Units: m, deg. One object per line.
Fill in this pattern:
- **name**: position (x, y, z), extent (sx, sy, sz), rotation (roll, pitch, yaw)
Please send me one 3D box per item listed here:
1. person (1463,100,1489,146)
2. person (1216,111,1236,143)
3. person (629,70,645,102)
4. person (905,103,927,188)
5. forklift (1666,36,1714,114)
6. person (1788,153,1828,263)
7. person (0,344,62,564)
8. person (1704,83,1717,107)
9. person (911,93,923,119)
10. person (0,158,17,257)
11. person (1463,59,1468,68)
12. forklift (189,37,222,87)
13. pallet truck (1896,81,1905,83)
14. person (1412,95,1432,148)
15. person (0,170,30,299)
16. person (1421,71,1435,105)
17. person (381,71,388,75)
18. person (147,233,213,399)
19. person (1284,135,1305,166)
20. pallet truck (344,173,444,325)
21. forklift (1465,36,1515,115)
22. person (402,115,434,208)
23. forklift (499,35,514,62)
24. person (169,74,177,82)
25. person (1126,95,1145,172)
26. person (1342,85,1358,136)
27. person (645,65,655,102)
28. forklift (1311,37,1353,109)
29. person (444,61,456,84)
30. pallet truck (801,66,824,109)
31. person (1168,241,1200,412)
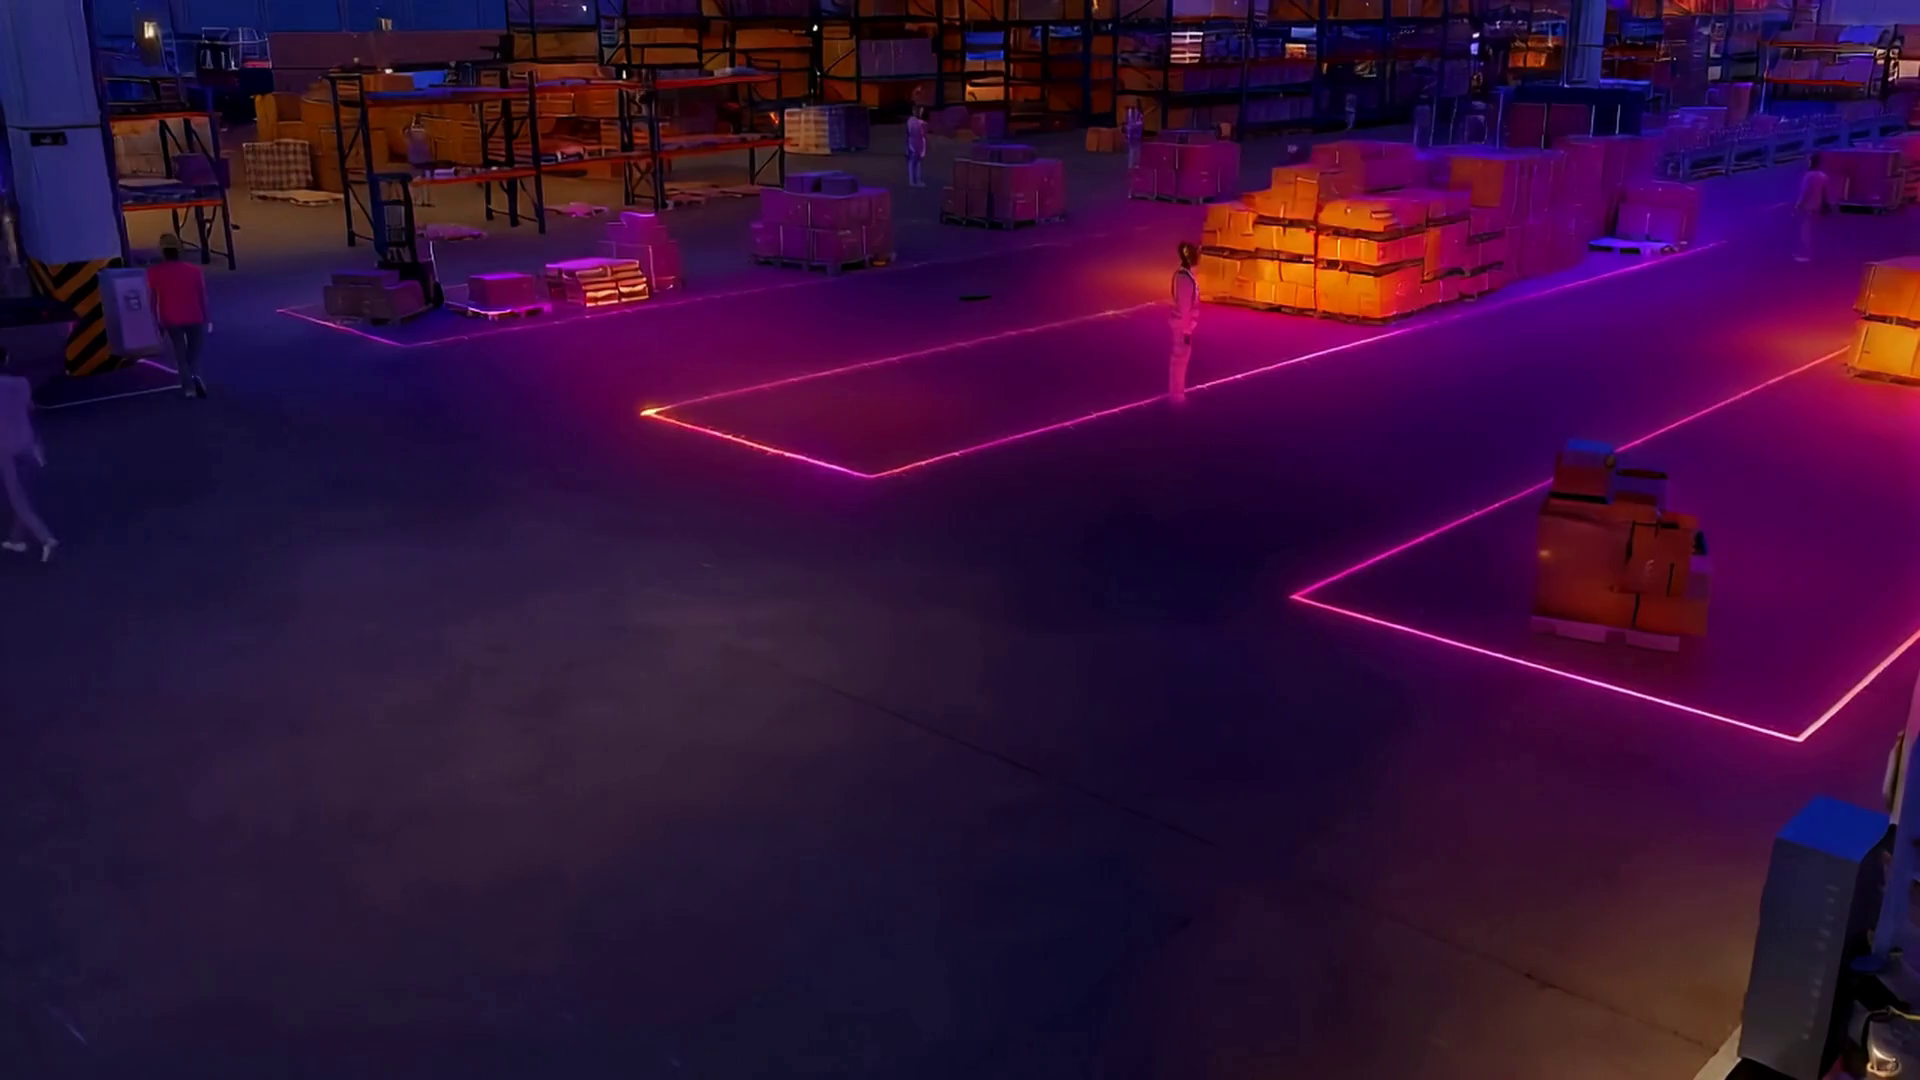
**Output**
- **person**: position (12.737, -9.834, 40.934), extent (0.562, 1.893, 0.928), rotation (-4, 19, -13)
- **person**: position (6.677, -9.948, 41.735), extent (0.526, 1.610, 0.750), rotation (0, 18, 0)
- **person**: position (-10.871, -14.842, 56.015), extent (0.590, 1.912, 0.382), rotation (-14, 23, -36)
- **person**: position (-1.029, -9.331, 39.350), extent (0.606, 1.956, 0.377), rotation (12, 22, 33)
- **forklift**: position (27.341, -17.291, 61.877), extent (1.129, 2.768, 1.873), rotation (17, 25, 41)
- **person**: position (14.557, -5.705, 28.585), extent (0.521, 1.847, 0.595), rotation (-8, 20, -22)
- **person**: position (-7.725, -0.716, 13.572), extent (0.875, 1.845, 0.524), rotation (10, 21, 28)
- **person**: position (24.091, -13.844, 53.453), extent (0.321, 1.623, 0.539), rotation (1, 18, 2)
- **person**: position (-1.236, -11.841, 47.321), extent (0.323, 1.688, 0.531), rotation (7, 20, 21)
- **person**: position (-16.764, -5.932, 29.160), extent (0.647, 1.923, 0.478), rotation (0, 18, 1)
- **person**: position (20.934, -19.080, 69.070), extent (0.554, 1.716, 0.895), rotation (12, 22, 33)
- **forklift**: position (-27.337, -16.864, 60.591), extent (1.873, 2.768, 1.129), rotation (17, 25, 41)
- **pallet truck**: position (34.802, -16.331, 61.455), extent (0.653, 1.274, 1.630), rotation (17, 25, 41)
- **person**: position (12.831, -11.497, 46.239), extent (0.531, 1.717, 0.904), rotation (13, 22, 34)
- **person**: position (-13.850, -4.501, 24.653), extent (0.940, 2.000, 0.694), rotation (-15, 23, -38)
- **person**: position (17.359, -16.591, 61.740), extent (0.503, 1.613, 0.563), rotation (-14, 23, -36)
- **person**: position (-19.506, -15.020, 56.675), extent (0.429, 1.840, 0.645), rotation (8, 20, 22)
- **person**: position (-8.831, -2.517, 18.883), extent (0.606, 1.910, 0.669), rotation (-7, 20, -21)
- **person**: position (6.264, -6.690, 31.492), extent (0.988, 1.884, 0.565), rotation (-7, 20, -19)
- **pallet truck**: position (-8.209, -4.181, 23.757), extent (0.823, 1.965, 1.885), rotation (3, 19, 9)
- **forklift**: position (19.973, -17.201, 61.605), extent (1.873, 2.768, 1.129), rotation (16, 24, 40)
- **person**: position (-11.648, -8.153, 35.826), extent (0.370, 1.934, 0.627), rotation (17, 25, 41)
- **forklift**: position (-17.217, -17.828, 63.494), extent (1.873, 2.768, 1.129), rotation (-8, 20, -24)
- **person**: position (-25.263, -14.056, 53.672), extent (0.639, 1.890, 0.990), rotation (-15, 23, -38)
- **person**: position (4.524, -10.431, 42.708), extent (0.540, 1.929, 0.388), rotation (-10, 21, -27)
- **person**: position (12.374, -13.660, 52.922), extent (0.516, 1.606, 0.636), rotation (15, 23, 38)
- **person**: position (-11.012, -15.883, 59.102), extent (1.027, 1.936, 0.659), rotation (11, 21, 30)
- **forklift**: position (13.876, -17.077, 61.231), extent (1.129, 2.768, 1.873), rotation (17, 25, 41)
- **person**: position (-19.357, -17.290, 63.417), extent (0.568, 1.886, 0.977), rotation (-4, 19, -13)
- **pallet truck**: position (-4.812, -15.182, 56.903), extent (0.823, 1.965, 1.885), rotation (-9, 21, -26)
- **person**: position (2.496, -2.369, 18.481), extent (0.355, 1.882, 0.576), rotation (0, 18, 1)
